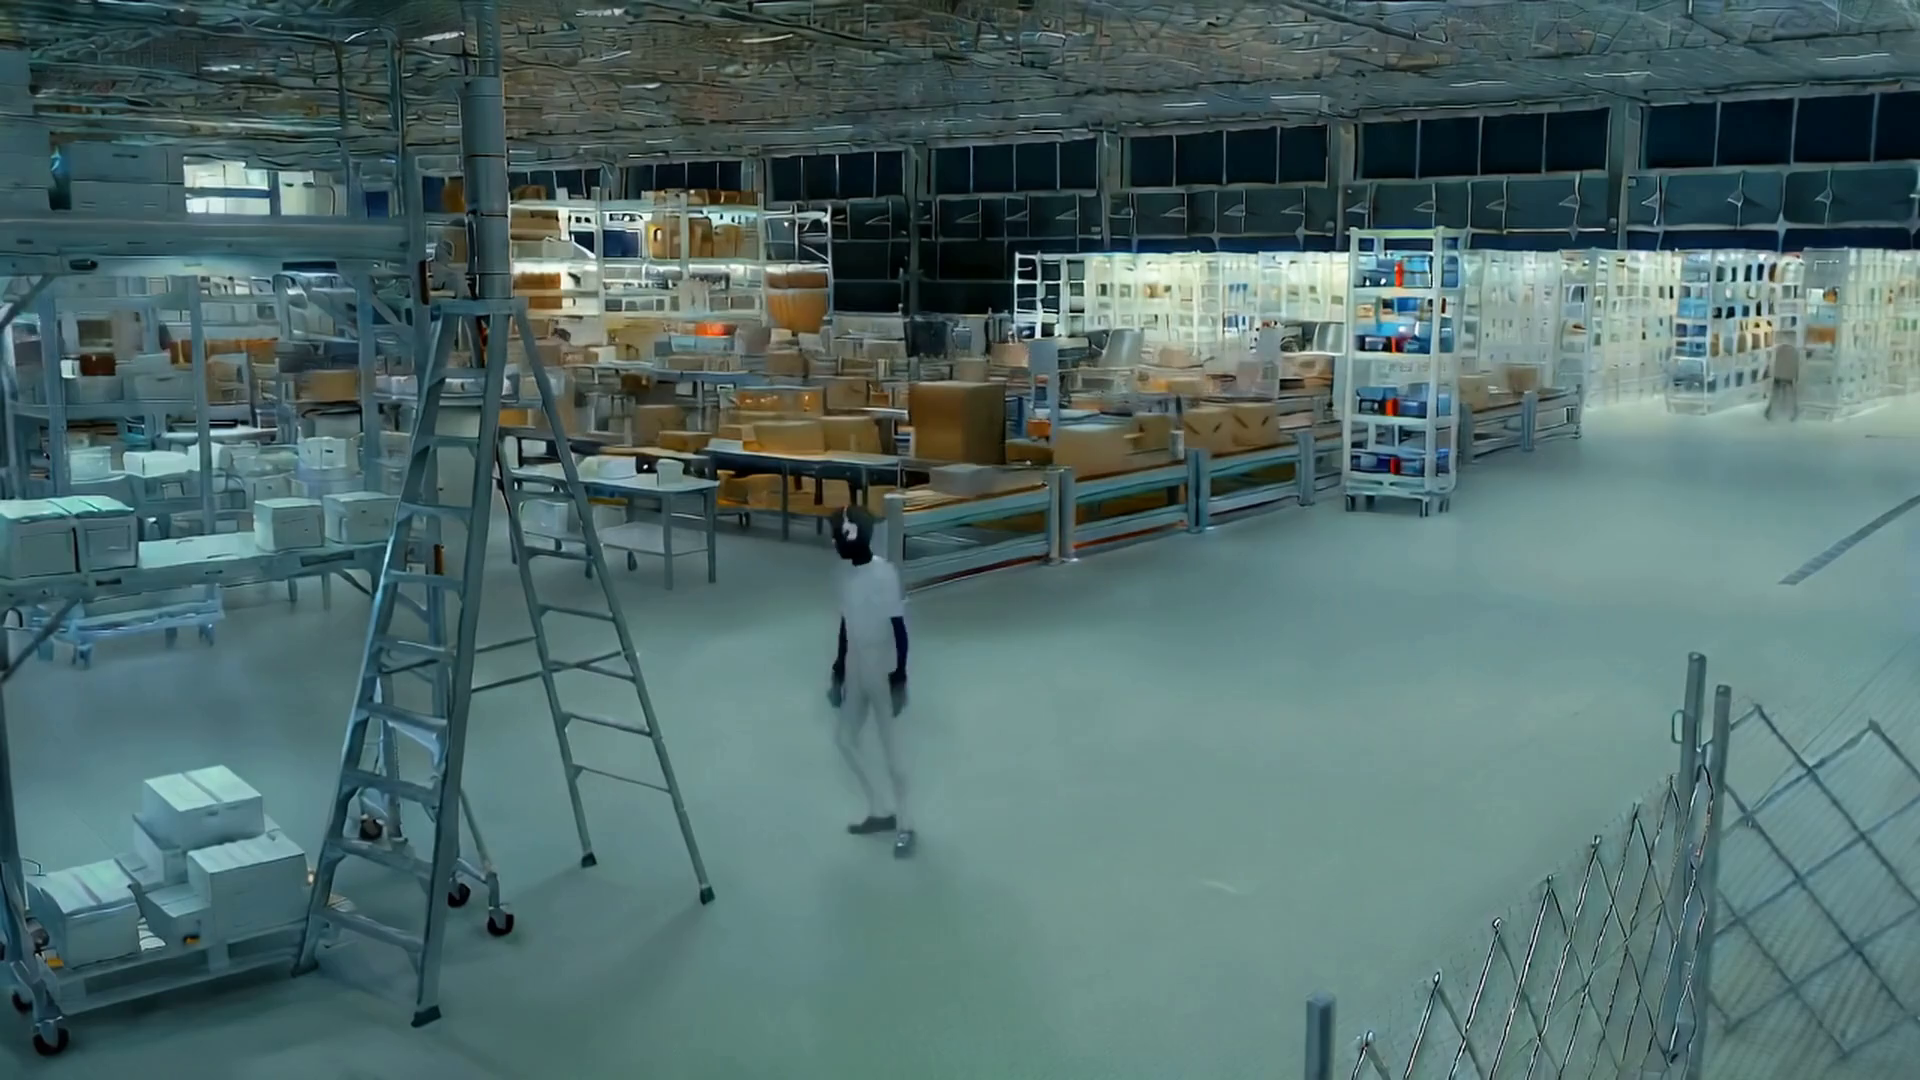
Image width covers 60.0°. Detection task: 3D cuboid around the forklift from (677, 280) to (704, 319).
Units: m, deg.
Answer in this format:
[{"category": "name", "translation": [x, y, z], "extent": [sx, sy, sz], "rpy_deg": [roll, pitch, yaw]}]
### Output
[{"category": "forklift", "translation": [-8.860, -7.178, 54.832], "extent": [1.873, 2.768, 1.129], "rpy_deg": [7, 11, 37]}]

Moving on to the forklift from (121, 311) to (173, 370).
[{"category": "forklift", "translation": [-21.338, -5.249, 42.790], "extent": [1.873, 2.768, 1.129], "rpy_deg": [-4, 10, -25]}]

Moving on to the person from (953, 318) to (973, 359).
[{"category": "person", "translation": [0.078, -5.089, 45.008], "extent": [0.563, 1.847, 0.389], "rpy_deg": [3, 9, 16]}]

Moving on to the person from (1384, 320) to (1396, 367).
[{"category": "person", "translation": [11.508, -4.953, 44.250], "extent": [0.596, 1.817, 0.641], "rpy_deg": [7, 11, 36]}]

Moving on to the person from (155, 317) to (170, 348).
[{"category": "person", "translation": [-21.509, -5.056, 44.698], "extent": [0.648, 1.881, 0.844], "rpy_deg": [4, 10, 22]}]

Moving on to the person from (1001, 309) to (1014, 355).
[{"category": "person", "translation": [1.761, -7.724, 61.817], "extent": [0.485, 1.735, 0.344], "rpy_deg": [-2, 9, -12]}]

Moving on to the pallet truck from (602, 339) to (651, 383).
[{"category": "pallet truck", "translation": [-8.991, -4.871, 45.351], "extent": [0.653, 1.274, 1.630], "rpy_deg": [7, 11, 37]}]

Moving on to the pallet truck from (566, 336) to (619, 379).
[{"category": "pallet truck", "translation": [-10.690, -5.294, 48.215], "extent": [1.601, 1.201, 0.680], "rpy_deg": [-5, 10, -26]}]

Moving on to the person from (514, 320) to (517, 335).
[{"category": "person", "translation": [-16.109, -7.464, 59.650], "extent": [0.399, 1.908, 0.643], "rpy_deg": [-4, 10, -22]}]

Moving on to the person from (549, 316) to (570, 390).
[{"category": "person", "translation": [-10.527, -4.901, 43.595], "extent": [0.630, 1.921, 0.579], "rpy_deg": [-8, 12, -41]}]

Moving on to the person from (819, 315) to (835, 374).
[{"category": "person", "translation": [-3.814, -5.548, 47.916], "extent": [0.403, 1.832, 0.594], "rpy_deg": [-8, 12, -41]}]

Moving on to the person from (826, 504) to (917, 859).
[{"category": "person", "translation": [-0.434, 0.732, 8.735], "extent": [0.387, 1.840, 0.594], "rpy_deg": [-7, 11, -36]}]

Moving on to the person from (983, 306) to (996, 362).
[{"category": "person", "translation": [1.003, -7.077, 57.231], "extent": [0.410, 1.909, 0.643], "rpy_deg": [4, 10, 22]}]

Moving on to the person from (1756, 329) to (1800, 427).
[{"category": "person", "translation": [16.217, -3.183, 32.843], "extent": [1.002, 1.920, 0.650], "rpy_deg": [-4, 10, -22]}]

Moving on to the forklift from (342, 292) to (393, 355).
[{"category": "forklift", "translation": [-16.485, -5.622, 45.120], "extent": [1.129, 2.768, 1.873], "rpy_deg": [7, 11, 37]}]

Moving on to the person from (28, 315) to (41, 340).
[{"category": "person", "translation": [-27.302, -5.703, 48.972], "extent": [0.713, 1.819, 0.587], "rpy_deg": [-4, 10, -25]}]
